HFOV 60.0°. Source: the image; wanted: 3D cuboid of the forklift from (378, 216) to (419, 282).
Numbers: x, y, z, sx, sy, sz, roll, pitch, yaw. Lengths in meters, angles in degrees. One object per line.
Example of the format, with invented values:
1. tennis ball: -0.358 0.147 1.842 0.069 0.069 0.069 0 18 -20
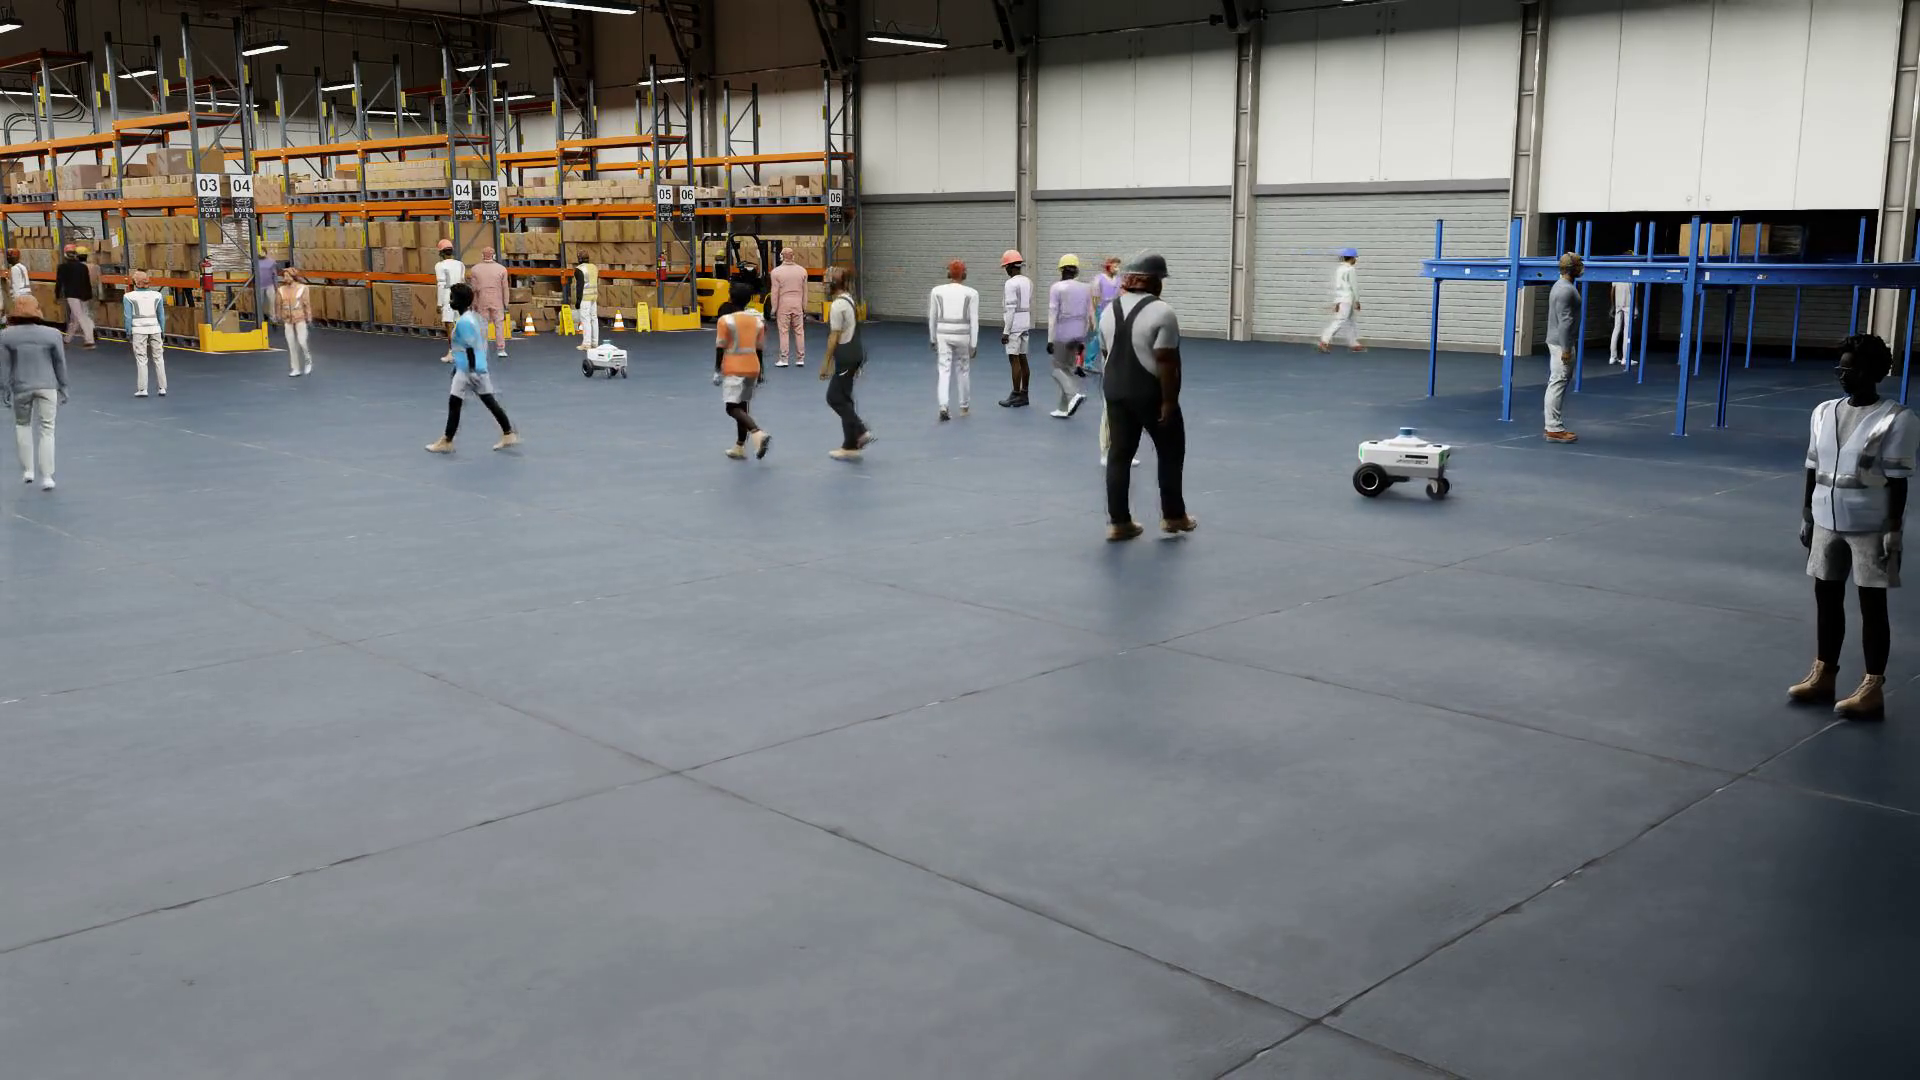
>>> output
1. forklift: -17.868 -9.201 54.028 1.873 2.768 1.129 -10 14 -44

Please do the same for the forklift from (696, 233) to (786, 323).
1. forklift: -5.496 -6.489 41.108 2.313 2.155 1.214 -10 14 -44

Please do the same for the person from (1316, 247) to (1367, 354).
1. person: 6.864 -4.293 29.819 0.957 1.912 0.613 -1 10 -4

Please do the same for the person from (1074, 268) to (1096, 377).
1. person: 1.760 -3.309 24.981 0.574 1.708 0.857 -1 10 -6

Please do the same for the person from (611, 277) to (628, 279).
1. person: -8.465 -6.392 41.436 0.525 1.844 0.823 -10 14 -43

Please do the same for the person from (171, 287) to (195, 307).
1. person: -18.834 -6.223 40.312 0.391 1.913 0.587 7 12 33

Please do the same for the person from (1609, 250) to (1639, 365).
1. person: 10.939 -3.827 27.368 0.330 1.865 0.562 -7 12 -33

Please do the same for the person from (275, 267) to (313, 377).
1. person: -9.985 -3.263 24.930 0.547 1.626 0.366 1 10 6

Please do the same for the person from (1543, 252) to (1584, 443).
1. person: 6.235 -1.990 17.156 0.363 1.939 0.636 3 11 16

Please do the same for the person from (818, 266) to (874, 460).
1. person: -1.131 -1.670 15.740 0.419 1.824 0.503 1 10 6

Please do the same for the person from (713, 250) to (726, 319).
1. person: -6.056 -6.468 42.129 0.306 1.736 0.484 -10 14 -43

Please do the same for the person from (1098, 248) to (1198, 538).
1. person: 1.363 -1.020 11.704 0.811 2.000 0.702 -9 14 -42

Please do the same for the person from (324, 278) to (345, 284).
1. person: -17.640 -7.441 46.889 0.654 1.928 0.557 -8 13 -38

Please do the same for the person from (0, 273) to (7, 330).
1. person: -16.270 -3.948 27.964 0.594 1.890 0.759 0 10 0

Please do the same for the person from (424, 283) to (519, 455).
1. person: -4.750 -1.671 16.178 0.876 1.654 0.530 -1 10 -6

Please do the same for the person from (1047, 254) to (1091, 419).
1. person: 1.270 -2.343 19.215 0.633 1.890 0.587 -8 13 -36

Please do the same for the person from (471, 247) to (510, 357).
1. person: -8.179 -4.142 29.006 0.637 1.900 0.403 -2 11 -12

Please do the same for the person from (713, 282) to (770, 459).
1. person: -2.011 -1.573 15.602 0.686 1.672 0.538 9 13 39

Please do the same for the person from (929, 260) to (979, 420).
1. person: -0.077 -2.315 19.229 0.581 1.838 1.004 1 10 5

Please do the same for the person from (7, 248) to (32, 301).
1. person: -17.080 -4.360 30.251 0.338 1.881 0.594 -3 11 -18

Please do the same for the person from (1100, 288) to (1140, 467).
1. person: 1.490 -1.490 15.265 0.502 1.631 0.285 -9 14 -40

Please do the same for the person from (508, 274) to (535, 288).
1. person: -11.714 -6.956 44.596 0.647 1.798 0.915 -10 14 -43

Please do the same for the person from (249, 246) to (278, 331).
1. person: -15.444 -5.585 36.908 0.656 1.880 1.034 -7 13 -35

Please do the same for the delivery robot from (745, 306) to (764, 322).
1. delivery robot: -4.643 -4.972 37.056 0.477 0.478 0.707 -6 12 -28

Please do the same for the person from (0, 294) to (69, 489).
1. person: -7.792 -1.252 14.016 0.500 1.616 0.570 -5 11 -23

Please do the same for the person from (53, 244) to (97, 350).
1. person: -16.554 -4.527 31.006 1.036 1.923 0.599 4 11 19

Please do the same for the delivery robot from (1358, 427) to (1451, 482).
1. delivery robot: 3.651 -0.680 13.652 0.707 0.478 0.477 5 11 24

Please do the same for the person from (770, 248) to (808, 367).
1. person: -2.774 -3.761 26.900 0.636 1.911 0.405 -6 12 -28

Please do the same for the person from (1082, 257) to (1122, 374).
1. person: 2.242 -3.385 25.213 1.009 1.780 0.592 8 13 38

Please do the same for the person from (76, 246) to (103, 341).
1. person: -17.194 -4.835 32.786 0.762 1.906 0.592 9 14 42

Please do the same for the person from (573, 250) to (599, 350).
1. person: -6.938 -4.445 30.822 0.430 1.841 0.624 4 11 21

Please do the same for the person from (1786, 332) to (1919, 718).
1. person: 3.966 -0.073 7.387 0.321 1.689 0.530 -5 11 -24

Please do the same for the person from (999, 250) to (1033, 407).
1. person: 0.674 -2.633 20.695 0.374 1.928 0.543 6 12 29

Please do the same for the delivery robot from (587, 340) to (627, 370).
1. delivery robot: -5.305 -2.762 25.004 0.477 0.478 0.707 -9 13 -40

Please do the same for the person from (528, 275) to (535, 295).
1. person: -12.512 -7.638 47.960 0.548 1.937 0.356 -8 13 -37

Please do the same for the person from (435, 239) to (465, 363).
1. person: -8.533 -3.993 27.807 0.395 2.039 0.608 6 12 28

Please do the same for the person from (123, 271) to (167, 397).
1. person: -10.721 -2.711 21.904 0.309 1.641 0.514 10 14 42
